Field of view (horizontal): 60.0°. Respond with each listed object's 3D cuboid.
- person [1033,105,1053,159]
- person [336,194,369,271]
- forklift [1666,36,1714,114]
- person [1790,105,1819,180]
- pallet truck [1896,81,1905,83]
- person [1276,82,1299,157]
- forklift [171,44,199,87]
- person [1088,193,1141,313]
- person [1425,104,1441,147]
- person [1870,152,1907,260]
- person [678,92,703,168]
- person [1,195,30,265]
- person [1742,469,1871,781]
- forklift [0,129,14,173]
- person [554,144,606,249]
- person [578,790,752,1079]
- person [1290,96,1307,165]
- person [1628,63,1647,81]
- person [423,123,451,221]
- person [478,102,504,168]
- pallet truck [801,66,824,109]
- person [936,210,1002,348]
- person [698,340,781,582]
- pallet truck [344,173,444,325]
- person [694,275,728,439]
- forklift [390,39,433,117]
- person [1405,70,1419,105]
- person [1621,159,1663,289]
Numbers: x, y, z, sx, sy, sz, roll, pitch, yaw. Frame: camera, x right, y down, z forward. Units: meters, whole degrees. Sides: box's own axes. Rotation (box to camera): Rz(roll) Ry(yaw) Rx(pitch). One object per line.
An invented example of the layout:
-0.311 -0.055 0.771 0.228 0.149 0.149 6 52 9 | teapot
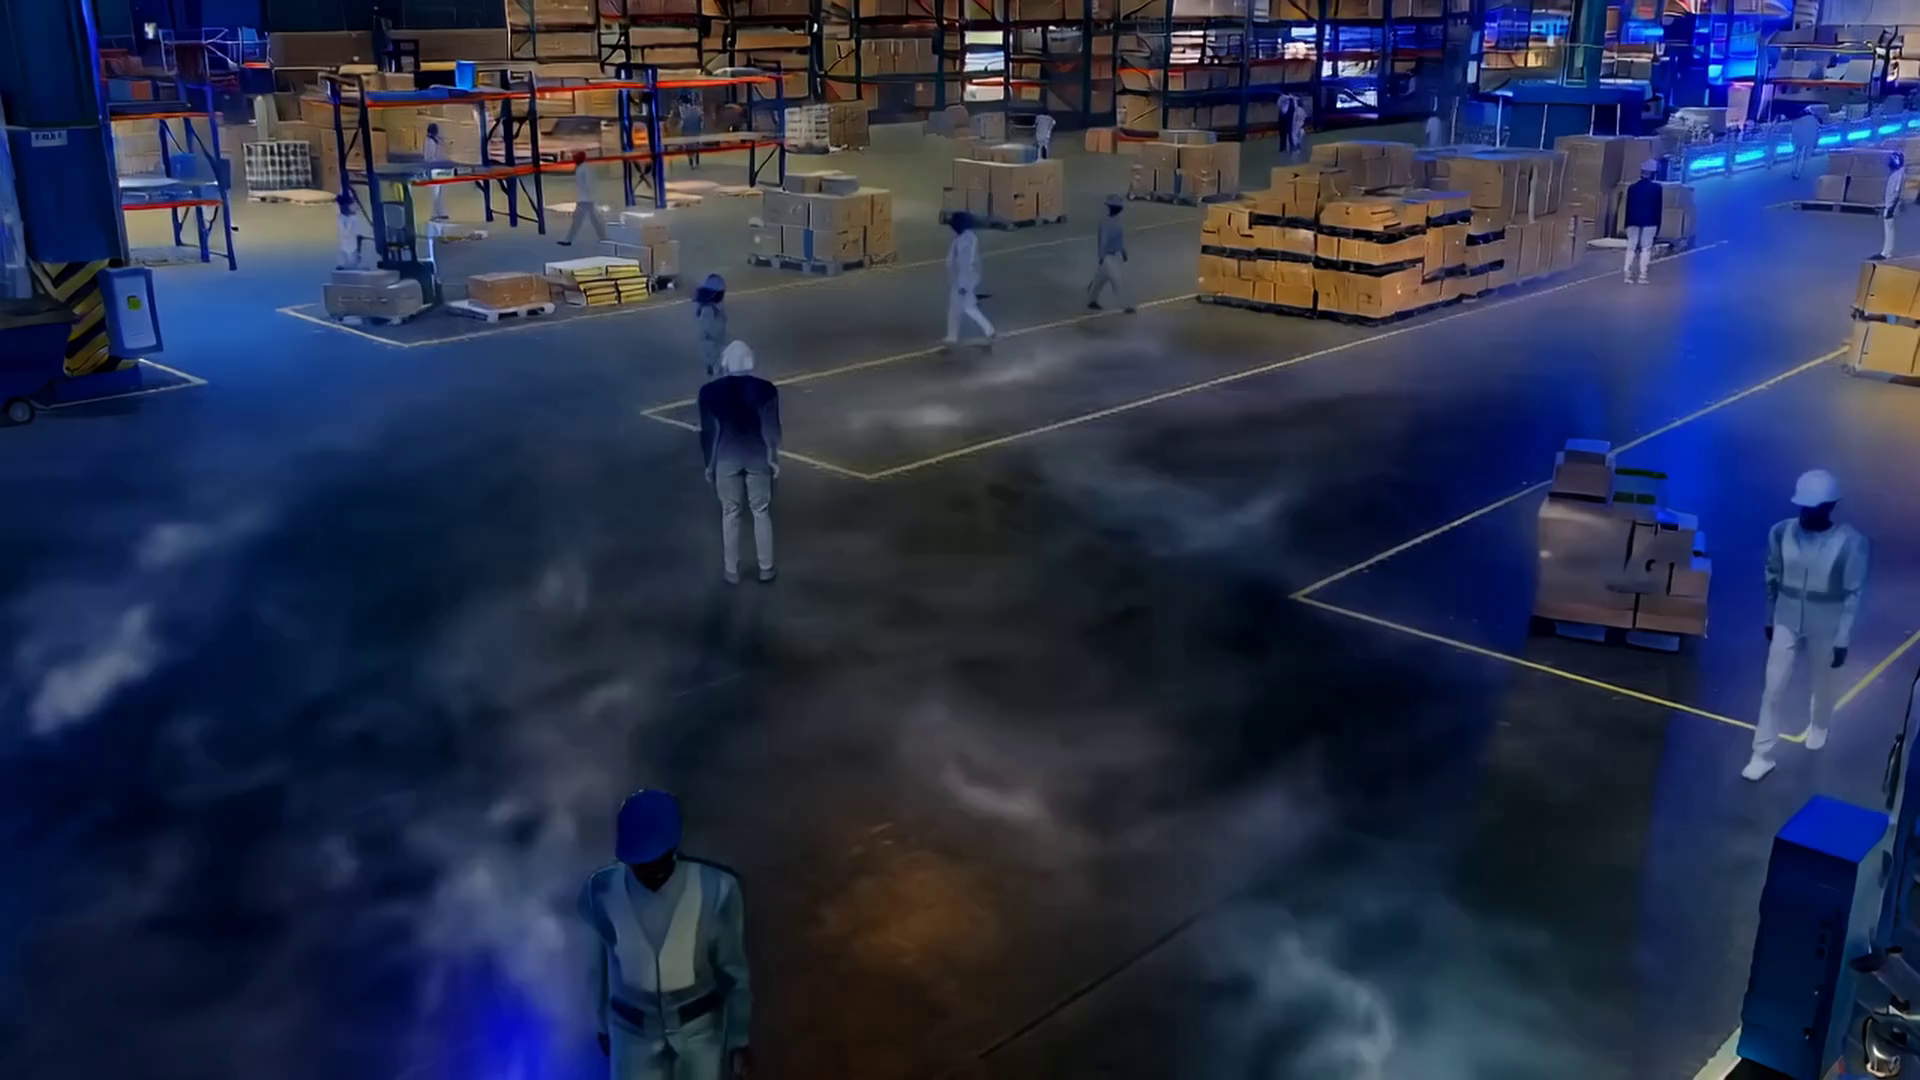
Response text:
2.146 -10.454 43.197 0.533 1.656 0.897 2 19 7 | person
-9.004 -4.328 24.735 0.531 1.660 0.855 11 21 30 | person
27.341 -17.291 61.877 1.129 2.768 1.873 17 25 41 | forklift
20.816 -9.797 41.000 0.605 1.788 0.902 14 23 35 | person
34.802 -16.331 61.455 0.653 1.274 1.630 17 25 41 | pallet truck
9.157 -11.787 46.608 0.673 2.000 0.536 -5 19 -15 | person
-24.593 -14.348 53.009 1.129 2.768 1.873 17 25 41 | forklift
2.239 -4.170 24.155 0.899 1.712 0.538 11 21 29 | person
11.420 -9.665 40.512 0.550 1.846 0.653 -16 24 -40 | person
15.955 -5.688 28.497 0.327 1.874 0.519 7 20 21 | person
-7.065 -10.753 43.659 0.618 1.923 0.920 -3 19 -9 | person
-12.909 -3.839 22.970 0.506 1.842 0.348 0 18 1 | person
5.094 0.464 9.963 0.595 1.880 1.006 17 25 41 | person
-24.029 -10.894 42.603 1.129 2.768 1.873 17 25 41 | forklift
-6.836 -6.161 29.915 0.997 1.873 0.588 -6 19 -17 | person
-1.042 1.769 5.944 0.608 1.929 0.519 -1 18 -4 | person
8.620 -10.319 42.353 0.364 1.933 0.543 0 18 -1 | person
25.008 -16.676 61.544 0.650 1.911 0.530 14 23 37 | person
-10.642 -7.454 33.719 0.373 1.935 0.628 -9 20 -24 | person
-11.688 -10.020 41.531 0.609 1.885 0.802 -12 22 -31 | person
-4.812 -15.182 56.903 0.823 1.965 1.885 -9 21 -26 | pallet truck
0.115 -3.362 21.578 0.804 1.819 0.632 1 18 2 | person
-1.721 -0.617 13.110 0.627 1.941 0.371 -2 19 -7 | person
-8.209 -4.181 23.757 0.823 1.965 1.885 3 19 9 | pallet truck
-2.535 -1.875 17.243 0.560 1.722 0.518 12 22 31 | person
-19.428 -16.213 58.630 1.873 2.768 1.129 17 25 41 | forklift
16.958 -16.739 62.211 0.493 1.608 0.761 -17 25 -42 | person
10.712 -4.953 26.095 0.392 1.990 0.612 -12 22 -32 | person
